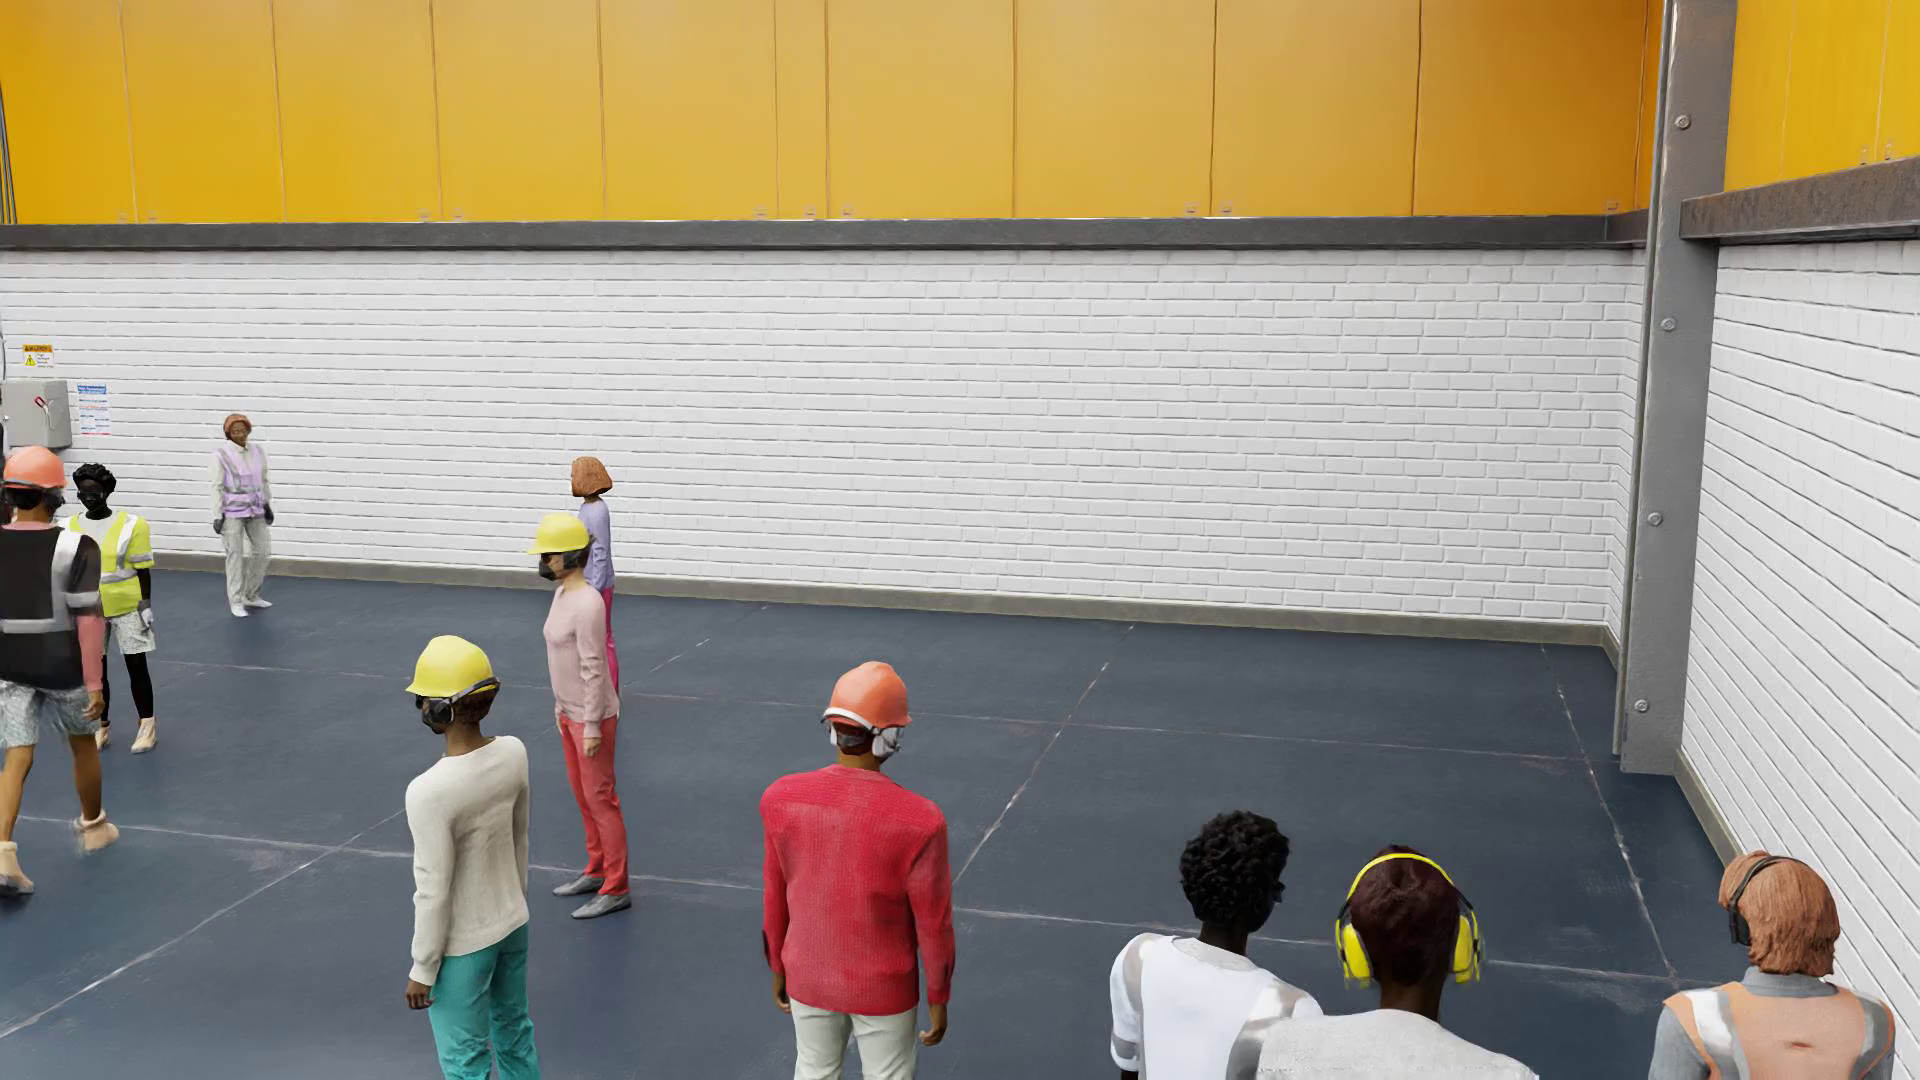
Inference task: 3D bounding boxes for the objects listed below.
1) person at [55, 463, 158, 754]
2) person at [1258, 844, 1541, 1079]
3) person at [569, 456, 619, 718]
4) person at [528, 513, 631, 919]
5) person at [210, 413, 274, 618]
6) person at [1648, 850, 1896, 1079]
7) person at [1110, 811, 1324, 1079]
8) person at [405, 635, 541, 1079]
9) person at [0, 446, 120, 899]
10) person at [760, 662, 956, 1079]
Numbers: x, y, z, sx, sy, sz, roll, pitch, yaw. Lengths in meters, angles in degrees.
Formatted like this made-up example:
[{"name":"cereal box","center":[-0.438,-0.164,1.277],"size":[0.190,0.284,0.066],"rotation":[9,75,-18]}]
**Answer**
[{"name":"person","center":[-4.863,0.393,9.493],"size":[0.530,1.689,0.321],"rotation":[-2,10,-11]},{"name":"person","center":[0.753,1.467,2.899],"size":[0.588,1.800,1.048],"rotation":[5,11,28]},{"name":"person","center":[-2.255,0.299,10.212],"size":[0.284,1.633,0.497],"rotation":[-3,10,-19]},{"name":"person","center":[-1.654,0.754,7.181],"size":[0.344,1.761,0.528],"rotation":[-5,11,-27]},{"name":"person","center":[-5.678,-0.200,13.170],"size":[0.371,1.625,0.551],"rotation":[5,11,26]},{"name":"person","center":[1.651,1.448,3.454],"size":[0.526,1.632,0.311],"rotation":[-1,10,-6]},{"name":"person","center":[0.542,1.404,3.547],"size":[0.319,1.687,0.539],"rotation":[-9,13,-44]},{"name":"person","center":[-1.431,1.146,4.831],"size":[0.310,1.768,0.533],"rotation":[3,10,17]},{"name":"person","center":[-4.171,0.578,7.512],"size":[0.618,2.001,1.025],"rotation":[-1,10,-6]},{"name":"person","center":[-0.273,1.195,4.634],"size":[0.574,1.737,0.354],"rotation":[4,10,20]}]
